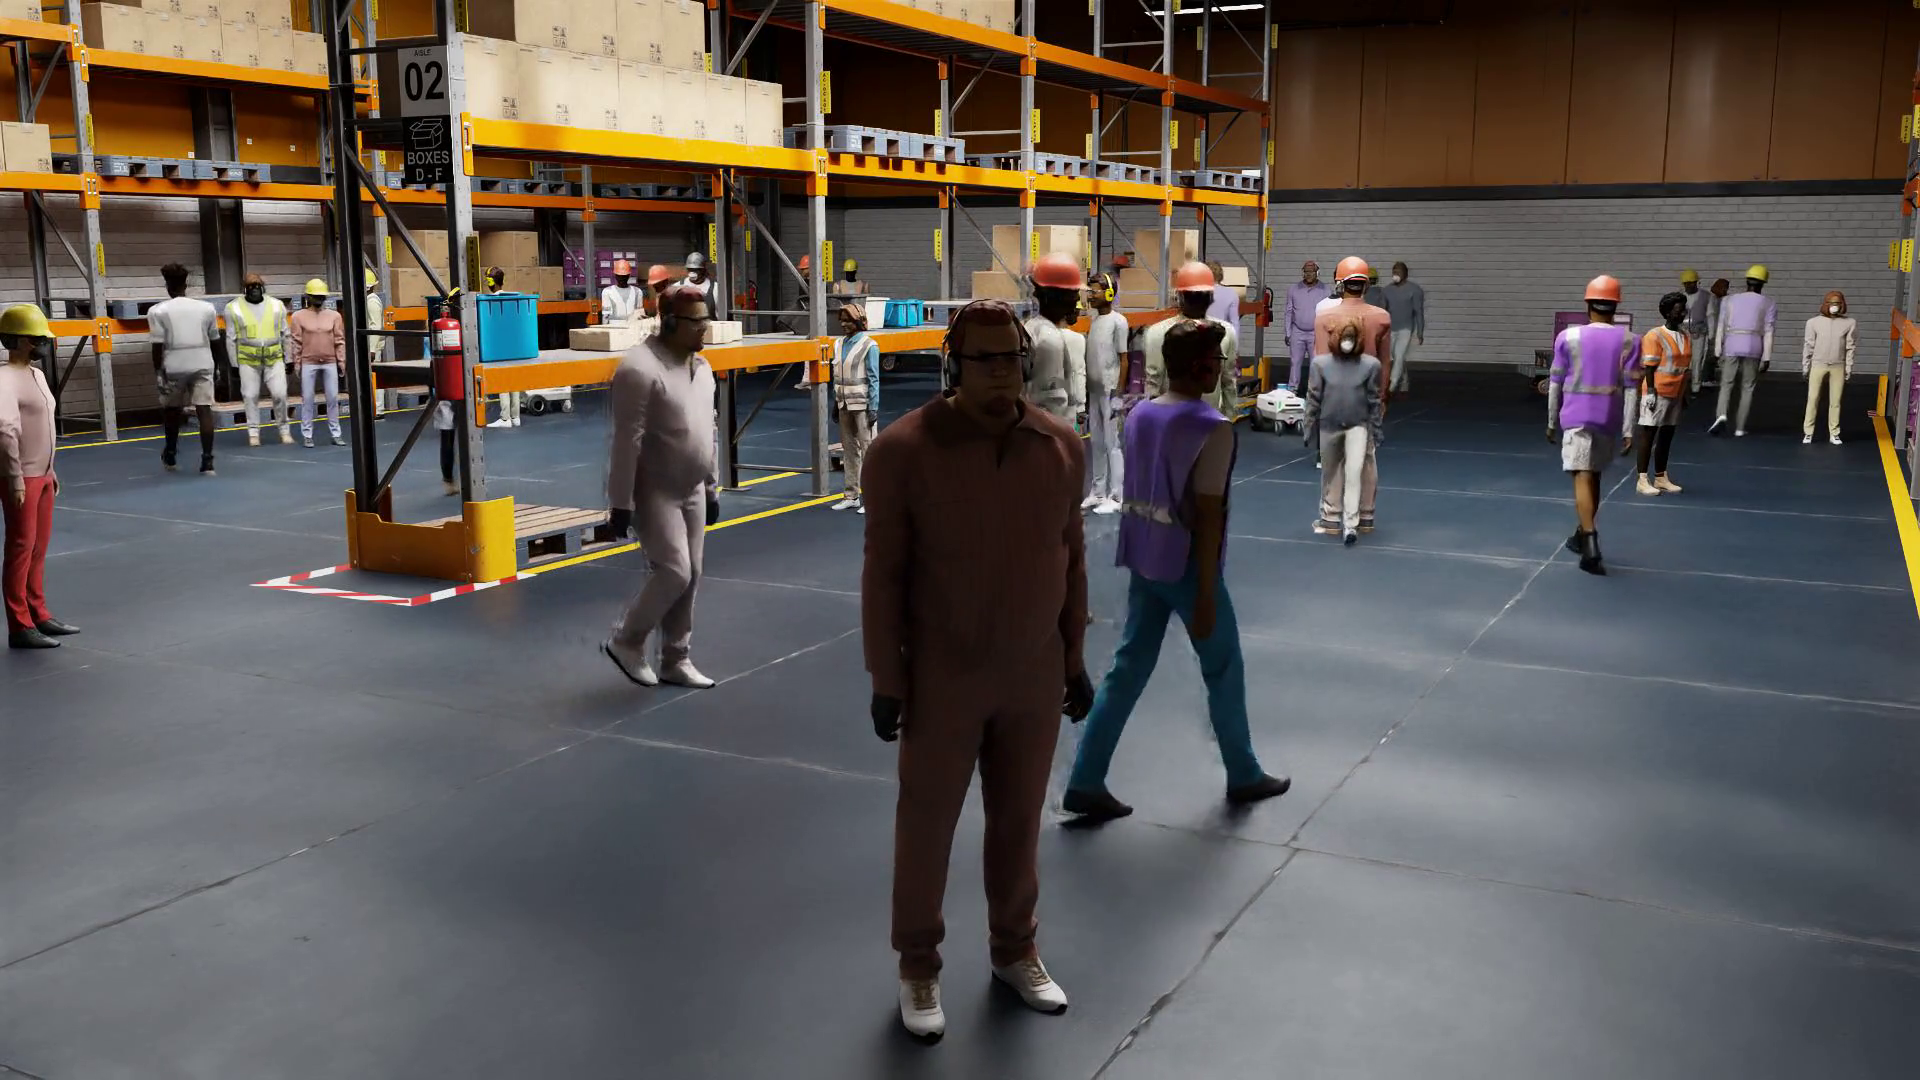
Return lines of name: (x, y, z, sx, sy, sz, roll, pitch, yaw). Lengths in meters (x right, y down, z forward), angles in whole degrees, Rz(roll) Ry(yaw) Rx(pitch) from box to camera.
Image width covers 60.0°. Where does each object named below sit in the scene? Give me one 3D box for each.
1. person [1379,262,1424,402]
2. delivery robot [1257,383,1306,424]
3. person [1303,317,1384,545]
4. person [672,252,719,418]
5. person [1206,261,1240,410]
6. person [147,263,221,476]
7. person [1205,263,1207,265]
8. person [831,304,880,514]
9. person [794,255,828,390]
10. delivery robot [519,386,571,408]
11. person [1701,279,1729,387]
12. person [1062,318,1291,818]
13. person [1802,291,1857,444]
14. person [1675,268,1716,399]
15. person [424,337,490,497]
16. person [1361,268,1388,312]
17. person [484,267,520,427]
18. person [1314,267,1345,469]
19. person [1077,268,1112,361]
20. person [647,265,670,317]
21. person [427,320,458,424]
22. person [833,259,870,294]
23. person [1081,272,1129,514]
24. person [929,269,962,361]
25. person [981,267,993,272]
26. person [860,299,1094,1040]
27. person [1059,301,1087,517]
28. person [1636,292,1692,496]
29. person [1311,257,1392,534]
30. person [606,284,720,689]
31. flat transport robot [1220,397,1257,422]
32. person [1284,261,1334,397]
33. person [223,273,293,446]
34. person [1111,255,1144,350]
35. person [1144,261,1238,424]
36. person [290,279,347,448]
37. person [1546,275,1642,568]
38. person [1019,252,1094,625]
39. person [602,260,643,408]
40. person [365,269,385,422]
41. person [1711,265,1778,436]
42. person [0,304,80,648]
person: (5.976, -2.849, 22.813, 1.006, 1.880, 0.660, -9, 14, -44)
delivery robot: (3.602, -1.513, 18.661, 0.477, 0.478, 0.707, -2, 10, -11)
person: (2.680, -0.764, 11.653, 0.536, 1.571, 0.937, 3, 10, 17)
person: (-3.200, -2.501, 20.353, 0.683, 2.000, 0.536, -2, 10, -9)
person: (2.900, -2.235, 19.134, 0.649, 1.929, 0.443, 4, 11, 22)
person: (-7.126, -1.568, 15.299, 0.630, 1.920, 0.969, -7, 12, -36)
person: (3.784, -3.470, 26.448, 0.343, 1.878, 0.580, 7, 12, 34)
person: (-0.807, -1.020, 12.968, 0.313, 1.633, 0.516, -9, 13, -41)
person: (-2.207, -3.214, 24.633, 0.392, 1.988, 0.609, -9, 14, -43)
delivery robot: (-5.249, -1.902, 20.910, 0.477, 0.478, 0.707, 9, 13, 42)
person: (11.474, -3.136, 25.235, 0.266, 1.628, 0.500, 7, 12, 34)
person: (0.768, 0.110, 5.953, 0.960, 1.801, 0.583, -6, 11, -30)
person: (9.186, -1.820, 17.616, 0.493, 1.626, 0.286, 3, 10, 18)
person: (10.158, -2.861, 23.099, 0.622, 1.806, 0.430, 5, 11, 27)
person: (-4.160, -1.196, 13.796, 0.539, 1.695, 0.319, 1, 10, 5)
person: (6.554, -3.440, 26.511, 0.584, 1.795, 0.914, 3, 10, 15)
person: (-5.339, -2.234, 19.322, 0.328, 1.865, 0.517, 3, 10, 17)
person: (3.548, -1.610, 15.545, 0.375, 1.920, 0.587, -6, 11, -29)
person: (1.783, -2.860, 23.006, 0.636, 1.842, 0.429, 2, 10, 9)
person: (-3.607, -2.430, 20.441, 0.980, 1.861, 0.558, -5, 11, -26)
person: (-5.639, -1.946, 18.431, 0.523, 1.600, 0.822, -2, 10, -13)
person: (-1.721, -3.498, 26.460, 0.589, 1.924, 0.384, -1, 10, -7)
person: (1.108, -1.141, 12.977, 0.325, 1.871, 0.524, -5, 11, -27)
person: (-0.286, -4.229, 30.790, 0.782, 1.894, 0.453, 8, 13, 39)
person: (0.335, -2.351, 20.050, 0.346, 1.847, 0.506, -1, 10, -3)
person: (0.067, 0.333, 4.338, 0.652, 1.906, 0.402, -4, 11, -24)
person: (0.788, -1.048, 12.766, 0.339, 1.760, 0.527, -7, 12, -37)
person: (5.913, -1.221, 13.939, 0.531, 1.696, 0.322, -6, 11, -29)
person: (2.801, -1.036, 12.005, 0.625, 1.992, 0.389, -3, 10, -15)
person: (-1.331, -0.216, 7.589, 0.440, 1.881, 0.706, 5, 11, 27)
flat transport robot: (3.223, -1.608, 20.302, 0.652, 0.197, 1.431, 5, 11, 26)
person: (4.643, -2.753, 22.200, 0.636, 1.909, 0.404, 3, 10, 15)
person: (-7.326, -1.872, 17.398, 0.648, 1.816, 0.456, -6, 12, -32)
person: (2.381, -3.283, 25.051, 1.048, 2.001, 0.611, -7, 12, -36)
person: (1.407, -0.736, 10.347, 0.624, 1.979, 0.648, -2, 10, -12)
person: (-6.668, -1.831, 17.312, 0.528, 1.757, 0.369, -7, 12, -36)
person: (4.135, -0.775, 10.836, 0.536, 1.891, 1.014, 1, 10, 7)
person: (0.476, -0.529, 8.981, 0.447, 2.027, 0.620, 0, 10, -2)
person: (-4.375, -2.677, 21.680, 0.552, 1.933, 0.368, -5, 11, -26)
person: (-7.100, -2.325, 19.927, 0.404, 1.837, 0.590, -6, 11, -31)
person: (8.609, -2.069, 18.282, 0.617, 1.895, 0.659, 7, 12, 35)
person: (-4.785, -0.332, 8.596, 0.329, 1.765, 0.533, -2, 10, -10)
